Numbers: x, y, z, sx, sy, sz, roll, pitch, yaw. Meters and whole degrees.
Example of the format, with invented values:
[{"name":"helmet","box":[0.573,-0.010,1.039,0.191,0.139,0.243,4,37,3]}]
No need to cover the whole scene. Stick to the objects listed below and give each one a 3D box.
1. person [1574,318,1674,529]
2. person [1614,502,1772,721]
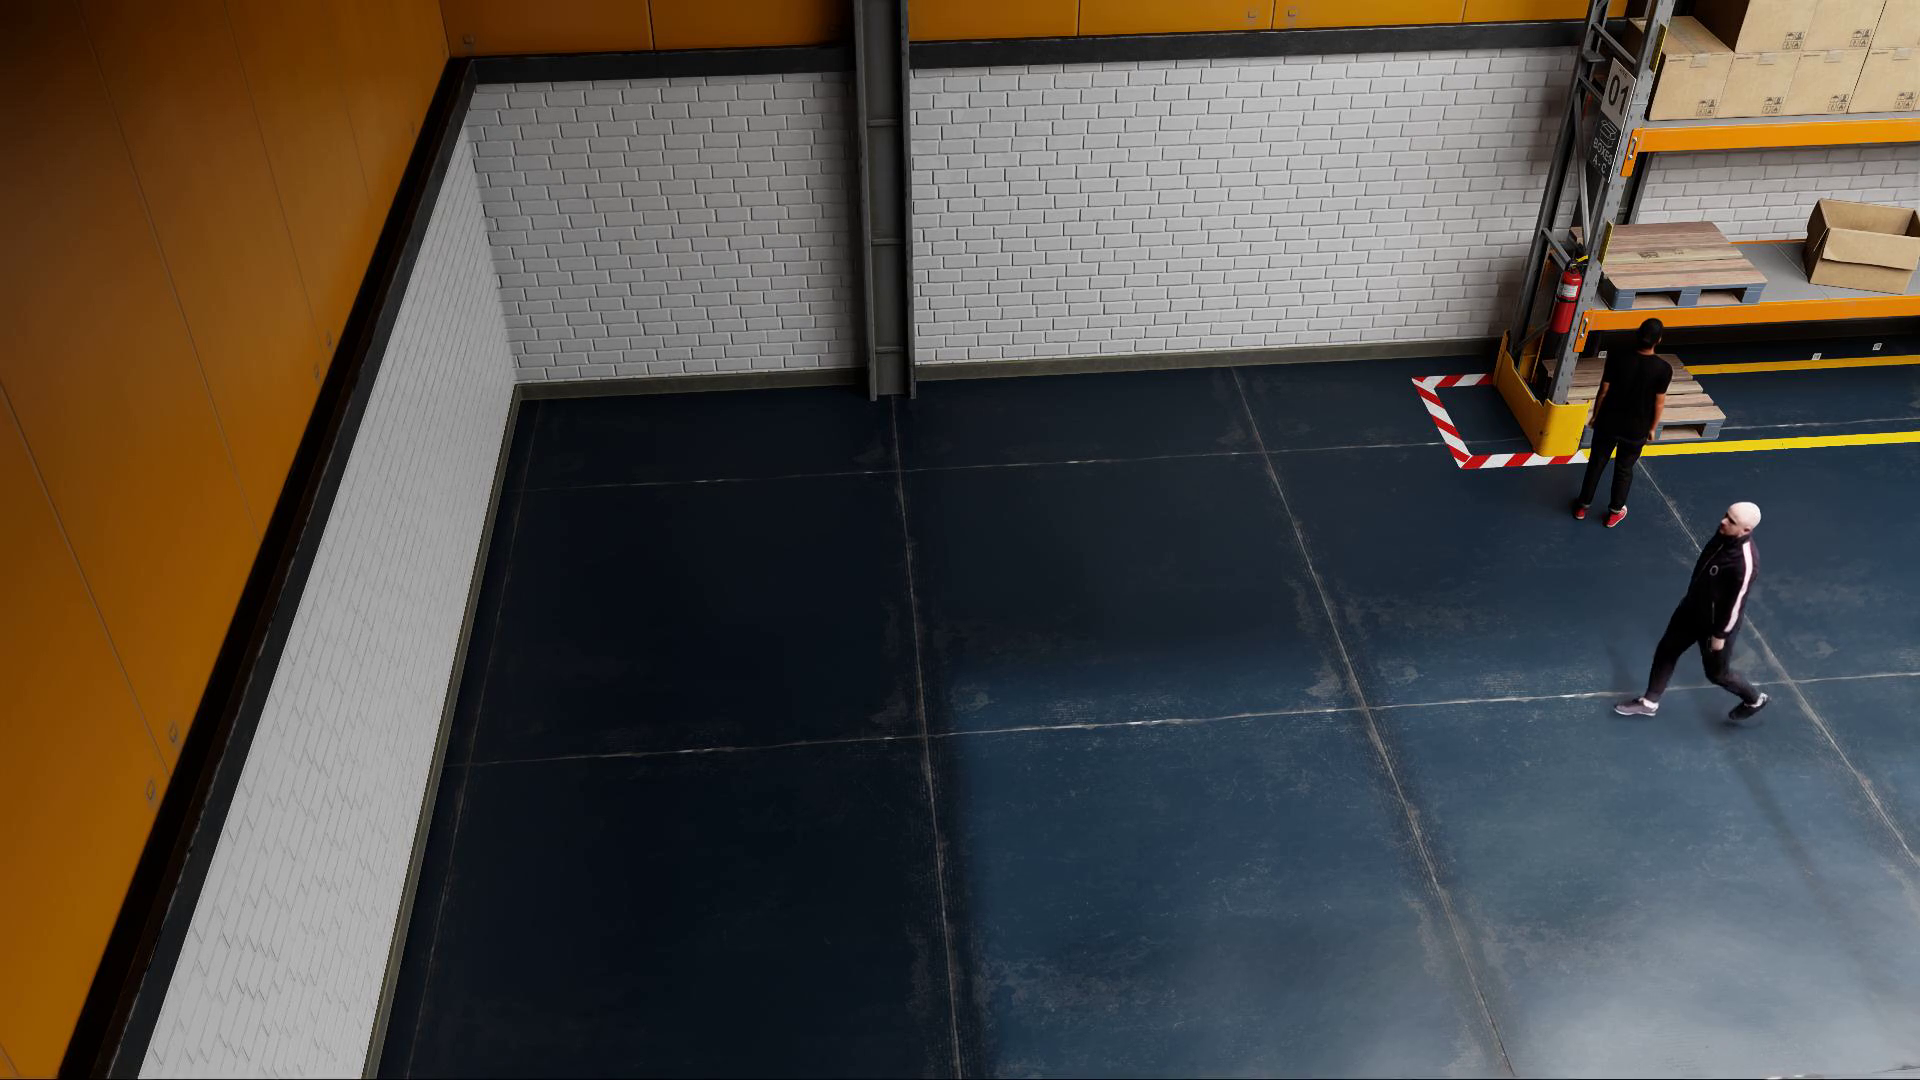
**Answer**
[{"name":"person","box":[4.951,-0.882,12.417,0.673,1.757,0.777,19,42,22]},{"name":"person","box":[4.906,0.514,10.634,1.200,1.802,0.734,0,39,0]}]
